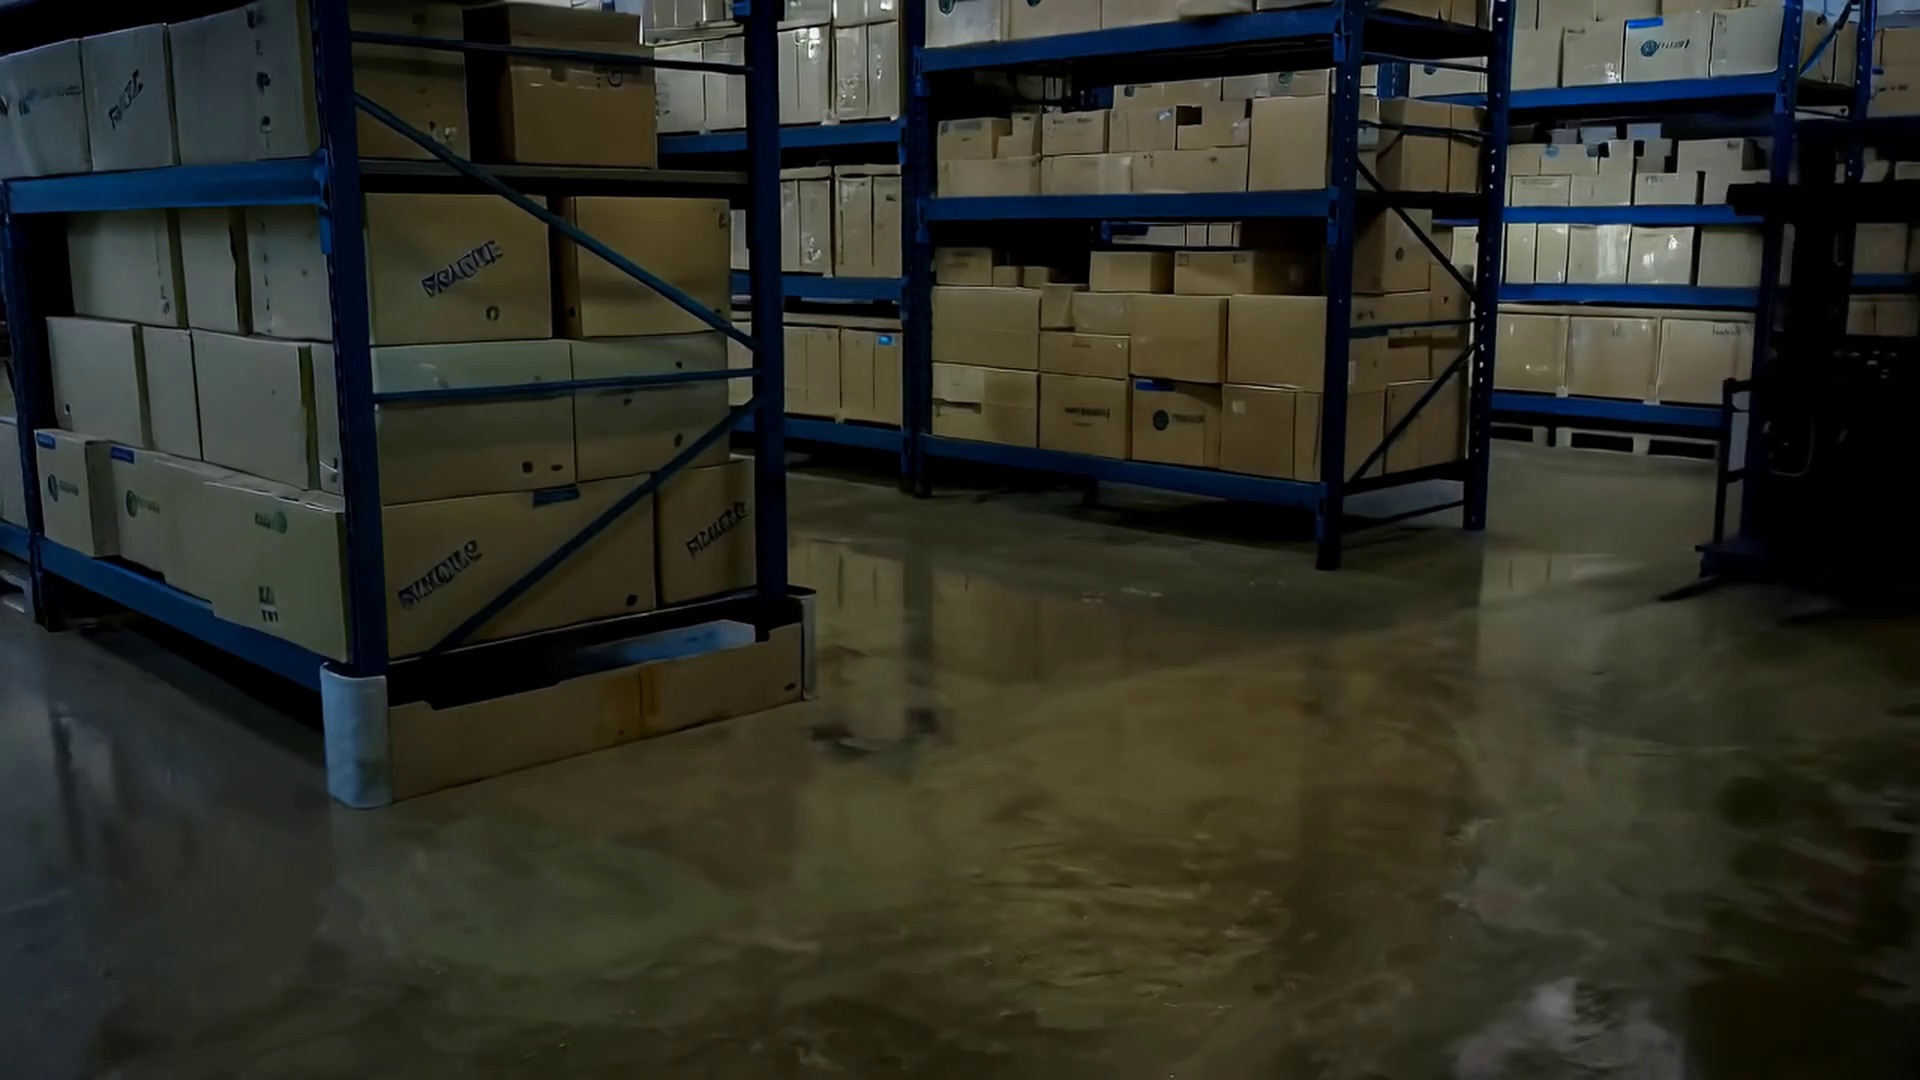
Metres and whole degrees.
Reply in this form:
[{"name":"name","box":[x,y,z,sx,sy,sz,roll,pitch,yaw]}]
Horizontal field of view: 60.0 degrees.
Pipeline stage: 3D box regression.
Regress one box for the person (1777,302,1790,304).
[{"name":"person","box":[9.935,-2.478,20.567,0.661,1.705,0.445,-1,10,-4]}]

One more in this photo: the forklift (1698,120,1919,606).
[{"name":"forklift","box":[5.585,-1.166,10.210,1.873,2.768,1.129,-10,14,-44]}]
